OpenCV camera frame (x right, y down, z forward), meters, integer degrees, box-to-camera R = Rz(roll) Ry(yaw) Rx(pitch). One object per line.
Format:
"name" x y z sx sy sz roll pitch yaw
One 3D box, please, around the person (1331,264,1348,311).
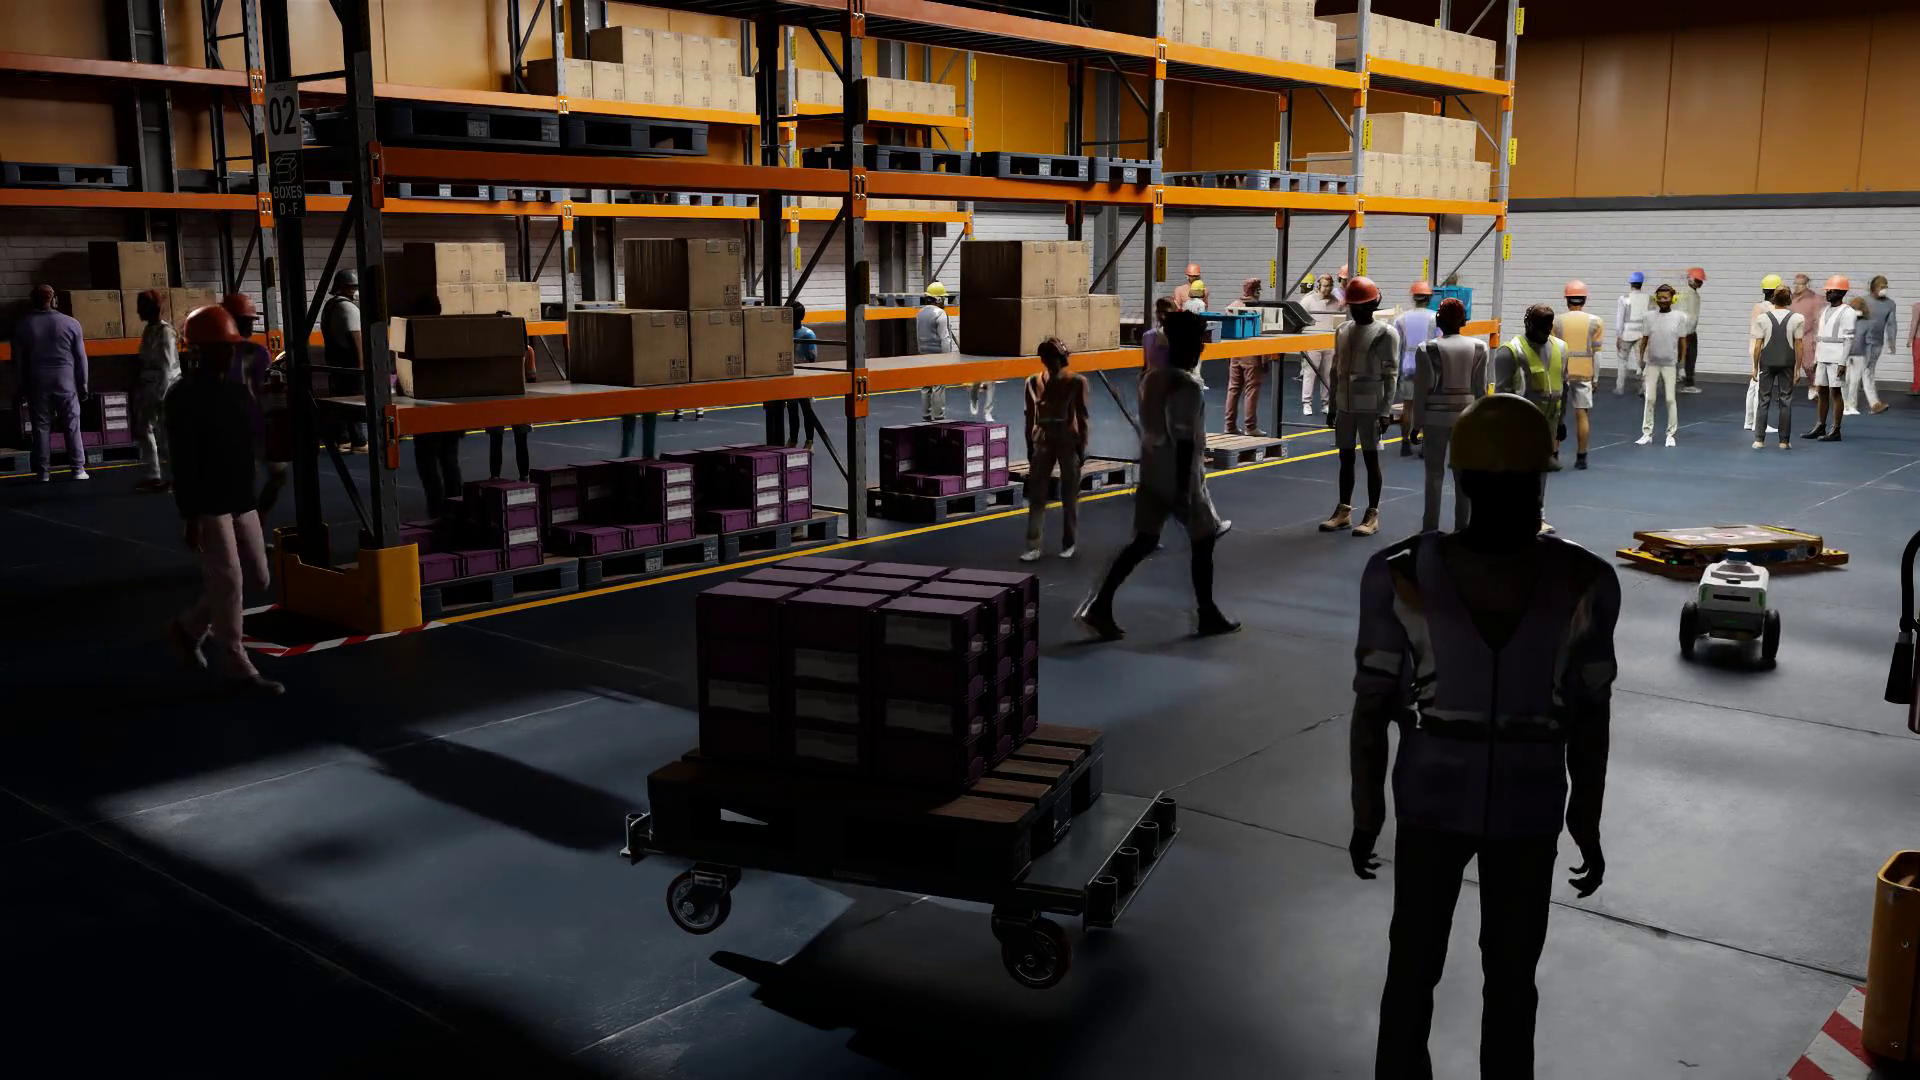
"person" 5.412 -2.865 23.442 0.605 2.033 0.392 -2 10 -12

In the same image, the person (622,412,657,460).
"person" -3.095 -1.409 15.964 0.545 1.743 0.643 0 10 0

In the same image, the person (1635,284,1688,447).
"person" 8.007 -1.988 18.979 0.538 1.856 0.361 8 13 38

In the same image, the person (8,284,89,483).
"person" -8.750 -1.498 16.020 0.651 1.907 0.409 -5 11 -27

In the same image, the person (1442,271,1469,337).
"person" 7.027 -2.882 23.860 0.650 1.920 0.436 -10 14 -44

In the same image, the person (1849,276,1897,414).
"person" 12.502 -2.677 22.850 0.619 1.880 1.069 -2 10 -12

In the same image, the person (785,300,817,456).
"person" -1.765 -1.745 18.033 0.532 1.693 0.319 9 14 43

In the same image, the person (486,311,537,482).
"person" -4.097 -1.223 15.050 0.542 1.695 0.316 -2 10 -12

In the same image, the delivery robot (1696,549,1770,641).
"delivery robot" 4.378 0.292 9.404 0.477 0.478 0.707 5 11 27

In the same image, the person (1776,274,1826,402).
"person" 12.392 -2.979 24.512 0.829 1.883 0.643 -10 14 -43

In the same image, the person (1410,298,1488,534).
"person" 3.699 -0.890 12.627 0.576 1.883 0.355 -1 10 -8

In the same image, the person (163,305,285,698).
"person" -3.768 -0.185 8.344 0.643 1.976 0.619 2 10 12

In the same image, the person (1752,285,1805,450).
"person" 9.150 -1.926 18.632 0.507 1.846 0.345 5 11 26

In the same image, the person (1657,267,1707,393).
"person" 11.290 -3.286 26.032 0.607 1.964 0.688 -7 12 -36

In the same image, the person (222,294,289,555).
"person" -5.153 -0.811 12.037 0.574 1.928 0.387 3 10 17

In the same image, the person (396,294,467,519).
"person" -4.103 -0.954 12.998 0.394 1.904 0.635 7 12 35

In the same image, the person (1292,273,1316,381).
"person" 5.879 -3.609 28.248 0.404 1.830 0.601 -1 10 -5

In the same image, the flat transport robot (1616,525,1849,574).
"flat transport robot" 5.482 0.058 11.810 1.431 0.197 0.652 -3 10 -16

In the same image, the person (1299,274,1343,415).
"person" 4.913 -2.638 22.512 0.708 1.904 0.402 -3 10 -16

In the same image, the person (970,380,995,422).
"person" 0.329 -2.471 21.726 0.510 1.856 0.553 -2 10 -12

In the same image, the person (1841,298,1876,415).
"person" 12.036 -2.472 22.456 0.516 1.581 0.646 2 10 14

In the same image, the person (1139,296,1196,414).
"person" 1.857 -1.232 14.712 0.565 1.837 0.387 8 13 40

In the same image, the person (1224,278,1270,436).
"person" 3.484 -2.200 20.059 0.396 1.900 0.650 -9 13 -41

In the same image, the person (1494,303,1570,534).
"person" 4.483 -0.938 13.056 0.643 1.837 0.430 -3 10 -17

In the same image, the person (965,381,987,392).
"person" 0.313 -3.299 26.202 0.356 1.931 0.631 7 12 37

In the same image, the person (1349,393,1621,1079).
"person" 1.211 0.620 3.889 0.594 1.928 0.365 2 10 9

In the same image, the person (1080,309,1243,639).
"person" 1.157 -0.364 9.550 0.975 1.924 0.606 -4 11 -24

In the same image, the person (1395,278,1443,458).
"person" 4.963 -1.850 17.937 0.552 1.935 0.364 6 12 31

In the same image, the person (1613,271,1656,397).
"person" 10.288 -3.126 25.288 0.625 1.913 0.947 0 10 -1

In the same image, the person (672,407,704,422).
"person" -3.586 -2.456 21.681 0.586 1.835 0.404 -3 10 -18

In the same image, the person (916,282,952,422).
"person" -0.296 -2.294 20.760 0.403 1.833 0.591 -7 12 -36

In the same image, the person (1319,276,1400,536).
"person" 3.131 -1.045 13.078 0.391 2.034 0.605 -8 13 -39

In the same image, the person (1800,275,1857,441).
"person" 10.195 -2.124 19.482 0.354 1.942 0.545 -2 10 -10

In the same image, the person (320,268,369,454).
"person" -6.699 -1.969 18.320 0.536 2.000 0.680 -9 14 -42

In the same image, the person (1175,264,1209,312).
"person" 3.819 -3.543 27.411 0.618 1.993 0.396 -3 10 -14

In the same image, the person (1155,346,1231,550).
"person" 1.674 -0.723 12.504 0.903 1.586 0.520 -9 13 -41

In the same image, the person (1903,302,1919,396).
"person" 14.726 -3.076 25.404 0.524 1.769 0.314 -1 10 -8

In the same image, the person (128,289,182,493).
"person" -7.418 -1.342 15.206 0.598 1.872 0.615 -9 14 -43

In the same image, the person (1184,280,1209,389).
"person" 3.786 -3.278 26.616 0.300 1.743 0.493 -6 12 -31

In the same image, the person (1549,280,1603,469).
"person" 6.266 -1.684 17.028 0.553 1.929 0.389 3 10 15

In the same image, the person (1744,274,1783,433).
"person" 9.903 -2.288 20.446 0.352 1.929 0.594 1 10 6

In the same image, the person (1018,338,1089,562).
"person" 0.669 -0.628 11.901 0.534 1.605 0.768 4 11 21
